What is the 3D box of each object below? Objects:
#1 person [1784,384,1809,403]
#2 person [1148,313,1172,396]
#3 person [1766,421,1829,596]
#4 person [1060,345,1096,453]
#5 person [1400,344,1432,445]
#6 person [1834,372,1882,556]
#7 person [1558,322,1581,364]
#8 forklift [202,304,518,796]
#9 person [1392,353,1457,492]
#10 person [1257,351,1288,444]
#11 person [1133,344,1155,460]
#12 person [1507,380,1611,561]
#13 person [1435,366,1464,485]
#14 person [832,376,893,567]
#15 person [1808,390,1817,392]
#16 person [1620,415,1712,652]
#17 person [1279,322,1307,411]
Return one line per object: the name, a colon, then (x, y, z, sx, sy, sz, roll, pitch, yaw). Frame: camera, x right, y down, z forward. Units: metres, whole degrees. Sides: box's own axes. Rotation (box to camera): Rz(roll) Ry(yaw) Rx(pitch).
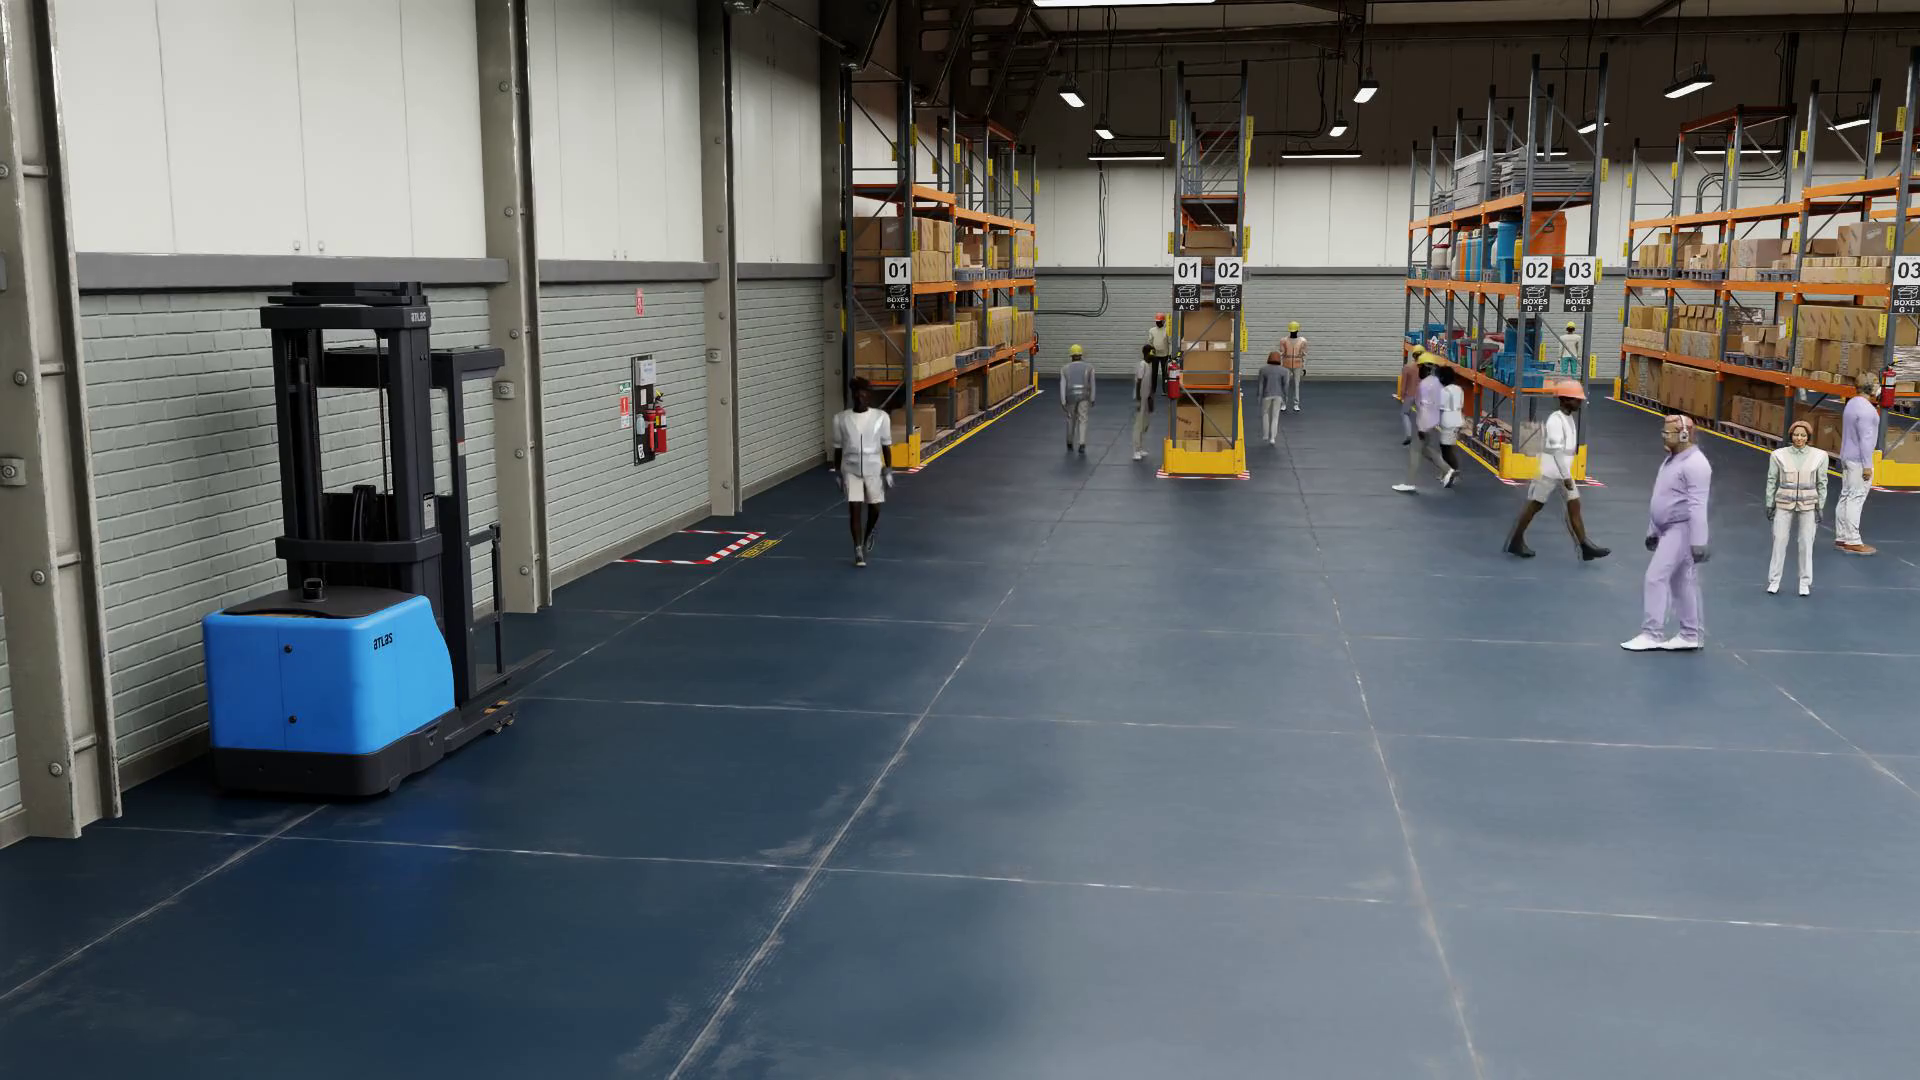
person: (18.606, -3.884, 36.991, 0.582, 1.830, 1.001, 1, 9, 8)
person: (4.839, -4.489, 40.212, 0.612, 1.987, 0.399, 4, 10, 24)
person: (7.770, -0.298, 15.473, 0.508, 1.629, 0.317, 4, 10, 25)
person: (1.965, -2.356, 27.712, 0.594, 1.788, 0.958, 0, 9, 2)
person: (7.771, -2.454, 28.369, 0.560, 1.749, 0.426, 0, 9, 0)
person: (9.605, -0.818, 17.770, 0.410, 1.946, 0.637, 2, 9, 11)
person: (14.880, -4.444, 40.613, 0.523, 1.769, 0.316, 2, 9, 10)
forklift: (-3.673, -0.038, 10.147, 1.129, 2.768, 1.873, 1, 9, 9)
person: (6.387, -1.603, 22.690, 0.752, 1.895, 0.608, 6, 11, 32)
person: (5.466, -2.498, 29.068, 0.535, 1.606, 0.677, 2, 9, 10)
person: (2.937, -2.216, 26.709, 0.335, 1.831, 0.656, 3, 10, 20)
person: (6.242, -0.721, 17.318, 1.057, 1.877, 0.553, 8, 12, 41)
person: (6.851, -1.622, 23.500, 0.551, 1.668, 0.537, 8, 12, 42)
person: (-1.005, -0.733, 17.181, 0.626, 1.948, 0.751, -1, 9, -4)
person: (21.343, -4.489, 41.299, 0.507, 1.632, 0.275, -2, 9, -12)
person: (5.528, -0.046, 13.116, 0.777, 1.880, 0.681, 1, 9, 7)
person: (7.152, -3.728, 35.746, 0.587, 1.916, 0.392, 2, 9, 9)
